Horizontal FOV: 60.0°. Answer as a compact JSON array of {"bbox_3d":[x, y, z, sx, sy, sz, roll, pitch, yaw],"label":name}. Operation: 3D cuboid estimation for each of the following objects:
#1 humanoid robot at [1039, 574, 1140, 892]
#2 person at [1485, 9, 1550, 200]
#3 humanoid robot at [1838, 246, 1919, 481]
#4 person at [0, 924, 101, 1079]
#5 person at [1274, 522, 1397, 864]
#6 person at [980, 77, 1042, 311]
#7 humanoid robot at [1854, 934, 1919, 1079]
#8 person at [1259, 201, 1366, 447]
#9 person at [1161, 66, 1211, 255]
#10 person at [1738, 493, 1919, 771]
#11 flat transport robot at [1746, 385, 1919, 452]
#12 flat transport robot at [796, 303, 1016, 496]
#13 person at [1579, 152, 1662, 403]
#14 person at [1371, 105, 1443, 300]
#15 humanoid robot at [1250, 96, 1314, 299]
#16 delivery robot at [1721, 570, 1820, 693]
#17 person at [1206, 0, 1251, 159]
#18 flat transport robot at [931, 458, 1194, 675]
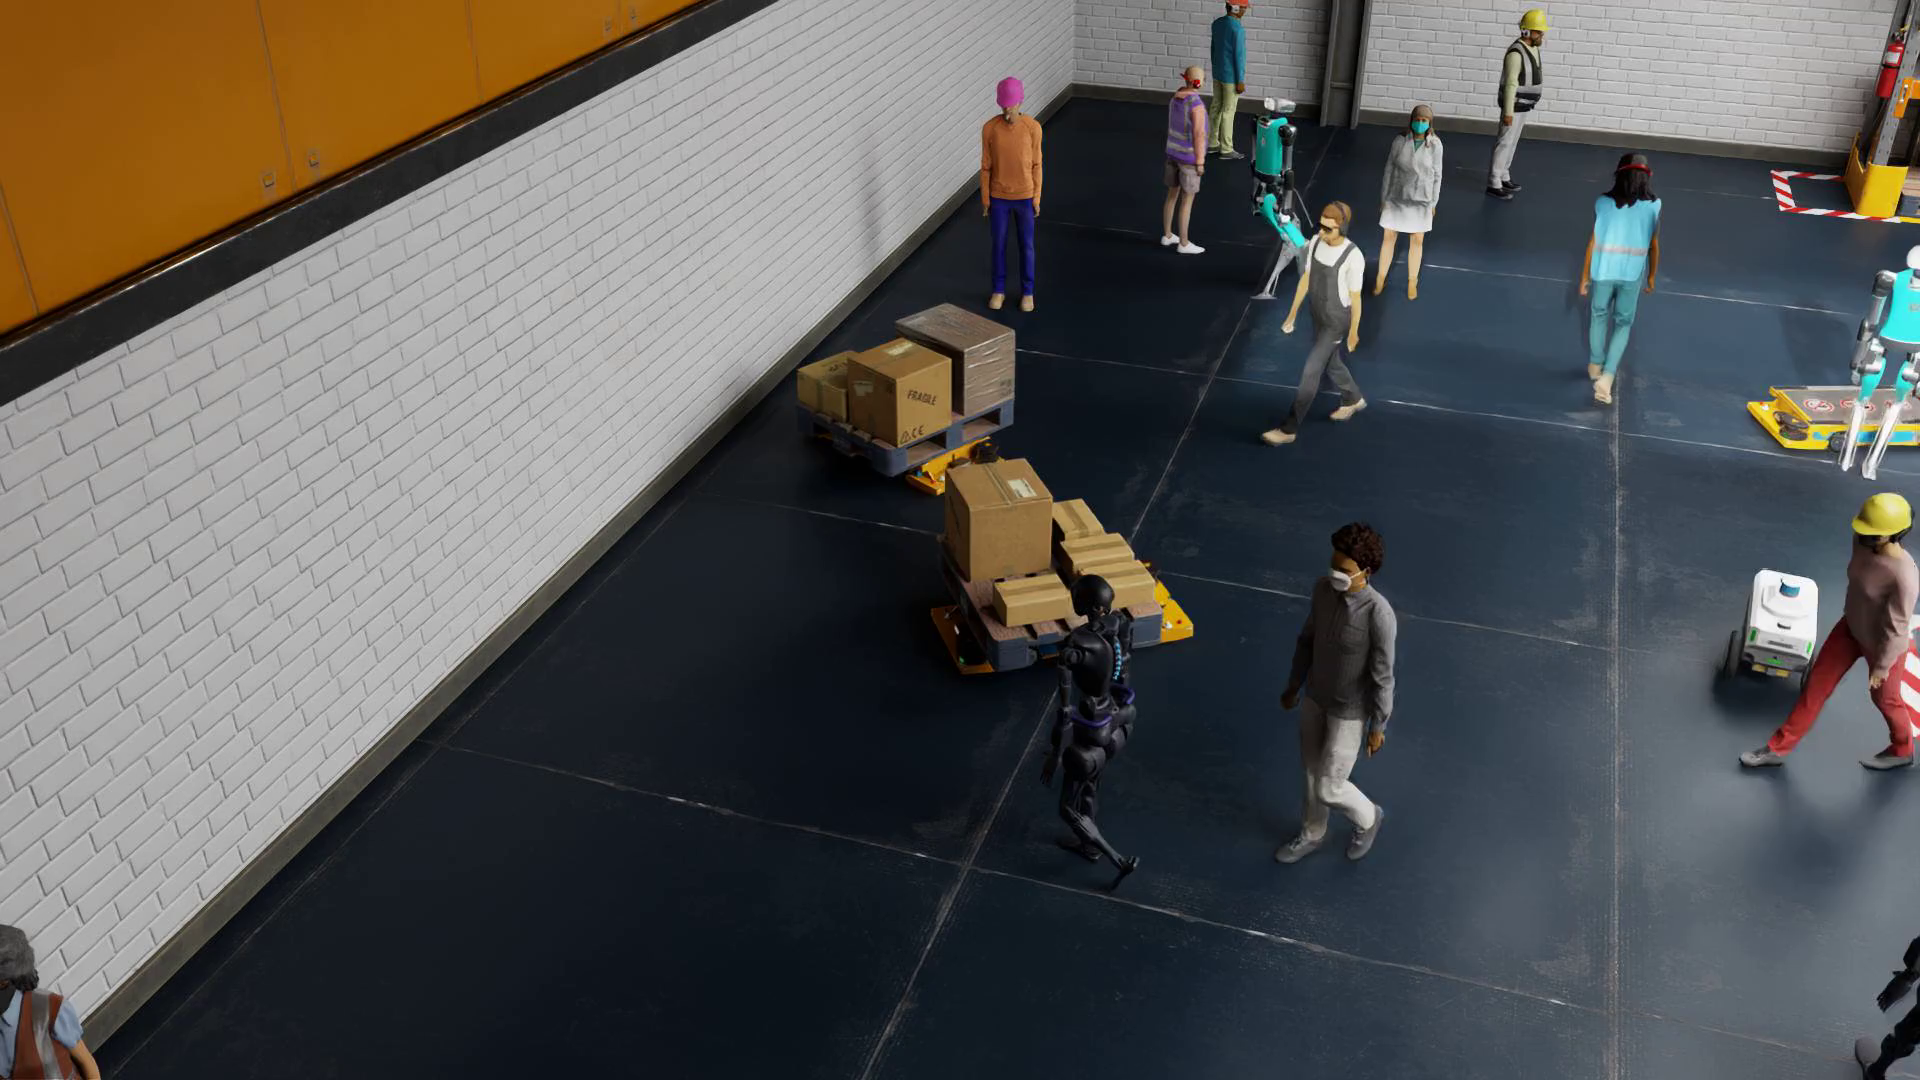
[{"bbox_3d":[0.680,0.889,7.729,0.521,1.635,0.613,22,37,33],"label":"humanoid robot"},{"bbox_3d":[5.508,-4.305,16.406,0.403,1.831,0.594,19,35,29],"label":"person"},{"bbox_3d":[6.307,-1.207,11.234,0.530,1.759,0.790,15,34,24],"label":"humanoid robot"},{"bbox_3d":[-3.200,2.015,5.791,0.453,1.691,0.319,-11,32,-18],"label":"person"},{"bbox_3d":[1.759,0.749,7.757,0.449,1.886,0.553,-16,34,-25],"label":"person"},{"bbox_3d":[0.421,-2.867,13.830,0.515,1.973,0.401,3,31,5],"label":"person"},{"bbox_3d":[3.893,1.687,6.395,0.599,1.627,0.754,-3,31,-5],"label":"humanoid robot"},{"bbox_3d":[2.633,-1.560,11.784,0.974,1.796,0.522,-14,33,-23],"label":"person"},{"bbox_3d":[2.044,-3.445,15.079,0.347,1.693,0.483,-14,33,-23],"label":"person"},{"bbox_3d":[4.600,0.481,8.396,0.903,1.692,0.541,-4,31,-7],"label":"person"},{"bbox_3d":[6.600,-0.889,12.138,1.431,0.231,0.659,0,30,-1],"label":"flat transport robot"},{"bbox_3d":[-0.416,-0.732,11.871,0.659,0.231,1.431,-26,39,-37],"label":"flat transport robot"},{"bbox_3d":[4.912,-1.954,12.409,0.522,1.840,0.824,13,33,21],"label":"person"},{"bbox_3d":[3.806,-2.859,14.112,0.485,1.661,0.338,10,32,16],"label":"person"},{"bbox_3d":[2.849,-2.887,14.172,0.801,1.848,0.562,-15,33,-23],"label":"humanoid robot"},{"bbox_3d":[4.673,0.506,9.493,0.499,0.606,0.801,13,33,21],"label":"delivery robot"},{"bbox_3d":[2.845,-4.910,17.521,0.334,1.742,0.560,-12,33,-20],"label":"person"},{"bbox_3d":[0.599,0.447,9.864,1.431,0.231,0.659,-9,32,-14],"label":"flat transport robot"}]
